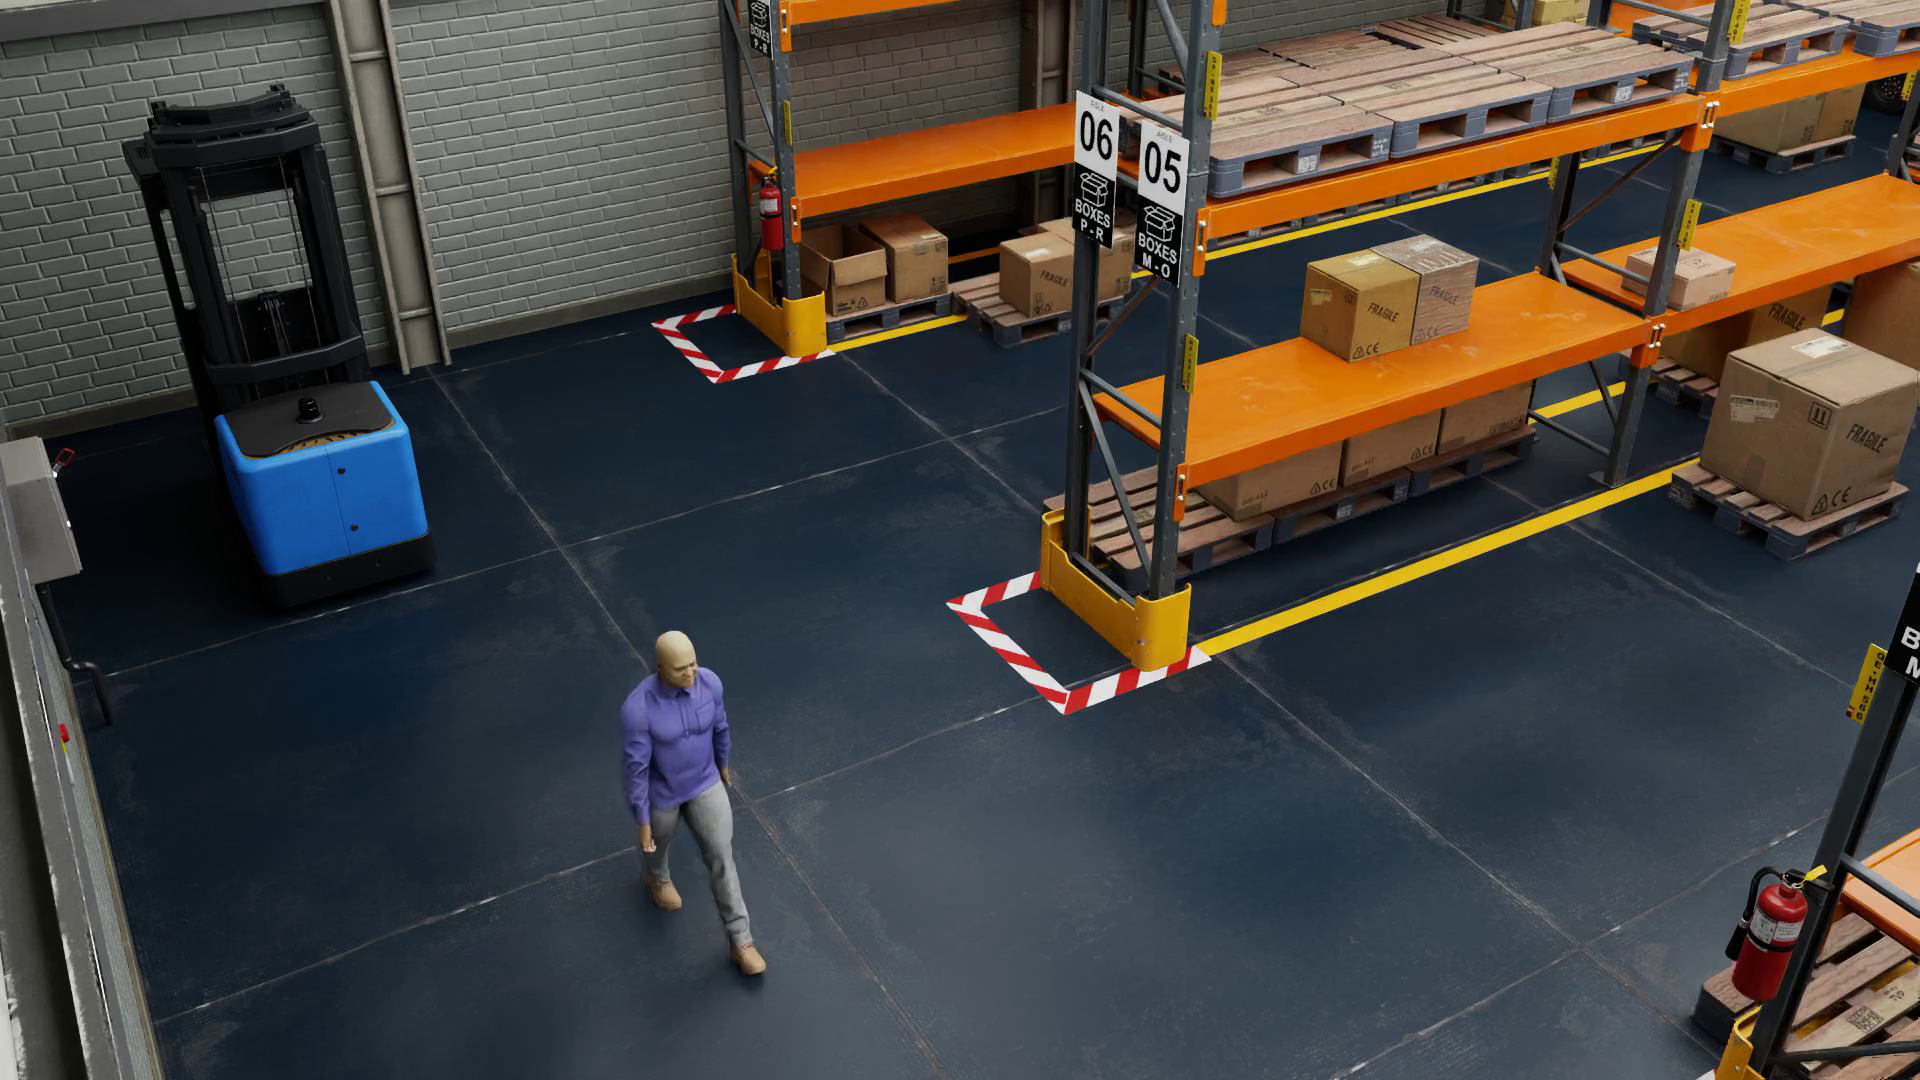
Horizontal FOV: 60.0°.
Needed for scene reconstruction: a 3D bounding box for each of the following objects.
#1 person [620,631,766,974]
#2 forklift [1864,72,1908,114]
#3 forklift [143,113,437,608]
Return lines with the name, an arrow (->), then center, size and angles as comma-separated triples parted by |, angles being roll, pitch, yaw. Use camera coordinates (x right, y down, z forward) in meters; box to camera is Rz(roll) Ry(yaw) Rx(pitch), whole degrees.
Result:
person -> -1.278, 1.159, 7.669 | 0.588, 1.749, 0.968 | -18, 36, -26
forklift -> 11.468, -5.645, 18.244 | 1.214, 2.155, 2.313 | -17, 36, -26
forklift -> -4.289, -1.259, 10.509 | 1.129, 2.768, 1.873 | -17, 36, -26
